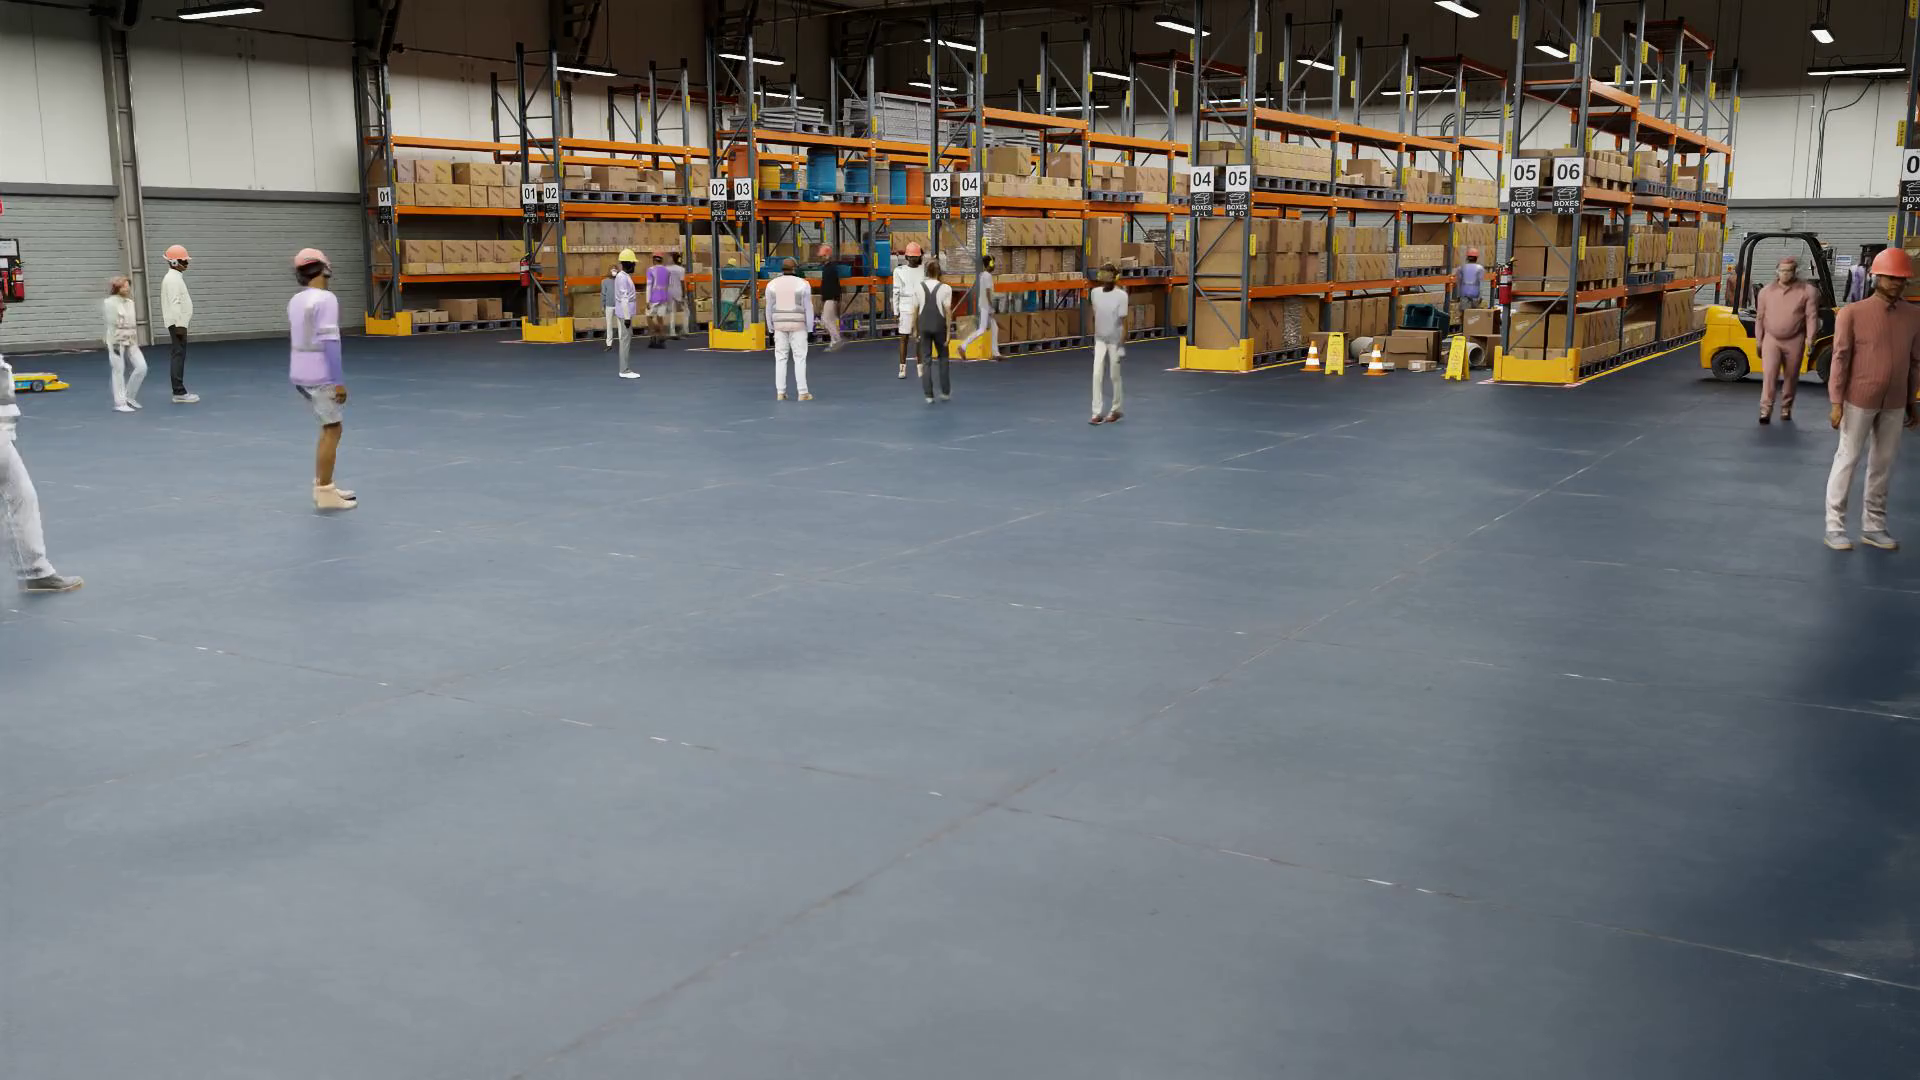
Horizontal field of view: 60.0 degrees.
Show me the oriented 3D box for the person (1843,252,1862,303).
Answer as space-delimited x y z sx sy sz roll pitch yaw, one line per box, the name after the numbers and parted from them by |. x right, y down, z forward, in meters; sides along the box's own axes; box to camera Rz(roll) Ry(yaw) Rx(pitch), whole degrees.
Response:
19.307 -5.255 35.584 0.957 1.887 0.586 -8 13 -37 | person

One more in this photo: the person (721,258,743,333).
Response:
-4.643 -4.825 33.611 0.530 1.733 0.887 5 11 26 | person

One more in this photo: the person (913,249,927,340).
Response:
-0.815 -5.189 35.032 0.617 1.950 0.626 6 12 32 | person

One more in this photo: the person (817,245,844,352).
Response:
-2.426 -4.459 30.831 0.457 1.980 0.616 -3 11 -17 | person

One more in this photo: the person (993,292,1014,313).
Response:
0.759 -4.812 32.970 0.626 1.933 0.371 2 10 9 | person

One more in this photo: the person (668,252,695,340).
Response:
-5.876 -5.108 34.867 0.514 1.848 0.712 5 11 27 | person

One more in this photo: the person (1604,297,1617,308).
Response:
14.098 -5.304 35.865 0.385 1.883 0.659 2 10 9 | person

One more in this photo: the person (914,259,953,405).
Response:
-0.324 -2.635 21.076 0.525 1.822 0.741 2 10 9 | person

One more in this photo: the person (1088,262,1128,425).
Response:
1.653 -2.189 18.610 0.525 1.801 0.902 6 12 29 | person

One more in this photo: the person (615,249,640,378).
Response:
-5.000 -3.399 25.048 0.377 1.925 0.594 -2 10 -11 | person

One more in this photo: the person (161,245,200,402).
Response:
-9.966 -2.757 21.262 0.397 1.992 0.623 -5 11 -24 | person

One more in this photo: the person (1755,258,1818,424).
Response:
9.329 -2.249 18.810 0.654 1.853 0.996 6 12 30 | person

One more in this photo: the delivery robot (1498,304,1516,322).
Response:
13.099 -5.489 40.330 0.707 0.478 0.477 -1 10 -8 | delivery robot

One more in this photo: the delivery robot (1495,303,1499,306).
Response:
13.212 -5.591 40.906 0.477 0.478 0.707 -1 10 -8 | delivery robot

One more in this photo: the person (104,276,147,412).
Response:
-10.036 -2.341 19.974 0.372 1.629 0.531 2 10 13 | person

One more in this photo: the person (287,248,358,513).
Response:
-4.884 -1.222 12.694 0.451 1.988 0.650 -9 14 -42 | person

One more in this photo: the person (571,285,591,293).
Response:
-8.745 -5.582 38.228 0.864 1.584 0.497 -9 13 -40 | person

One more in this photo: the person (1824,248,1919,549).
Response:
6.047 -0.920 10.979 0.622 1.990 0.402 -1 10 -5 | person

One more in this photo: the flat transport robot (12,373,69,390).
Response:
-12.989 -2.136 22.608 1.431 0.197 0.652 -9 14 -42 | flat transport robot

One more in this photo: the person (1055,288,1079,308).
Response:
2.296 -5.219 35.692 0.532 1.768 0.311 4 11 22 | person

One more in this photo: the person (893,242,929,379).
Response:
-0.703 -3.427 24.901 0.606 2.037 0.382 -1 10 -5 | person

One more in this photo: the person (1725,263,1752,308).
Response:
16.594 -5.111 35.487 0.523 1.620 0.588 7 12 33 | person

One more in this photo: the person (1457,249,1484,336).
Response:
10.834 -5.209 35.263 0.568 1.892 0.942 6 12 28 | person

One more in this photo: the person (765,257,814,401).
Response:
-2.178 -2.713 21.449 0.627 1.840 0.429 3 10 14 | person

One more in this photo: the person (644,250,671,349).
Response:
-5.840 -4.621 31.972 0.535 1.893 0.600 10 14 44 | person

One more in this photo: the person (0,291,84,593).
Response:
-5.610 -0.577 9.450 0.886 1.858 0.578 -7 12 -33 | person

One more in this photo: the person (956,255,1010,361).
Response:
0.394 -3.971 28.519 0.854 1.829 0.585 1 10 3 | person

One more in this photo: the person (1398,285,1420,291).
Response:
10.481 -5.717 38.918 0.521 1.609 0.798 7 12 33 | person

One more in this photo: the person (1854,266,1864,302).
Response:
17.568 -4.636 32.033 0.406 1.909 0.638 -8 13 -38 | person

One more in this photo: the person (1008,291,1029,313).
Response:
1.174 -5.223 35.569 0.616 1.813 0.446 5 11 26 | person

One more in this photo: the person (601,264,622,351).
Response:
-6.519 -4.386 31.391 0.501 1.636 0.278 -1 10 -5 | person
